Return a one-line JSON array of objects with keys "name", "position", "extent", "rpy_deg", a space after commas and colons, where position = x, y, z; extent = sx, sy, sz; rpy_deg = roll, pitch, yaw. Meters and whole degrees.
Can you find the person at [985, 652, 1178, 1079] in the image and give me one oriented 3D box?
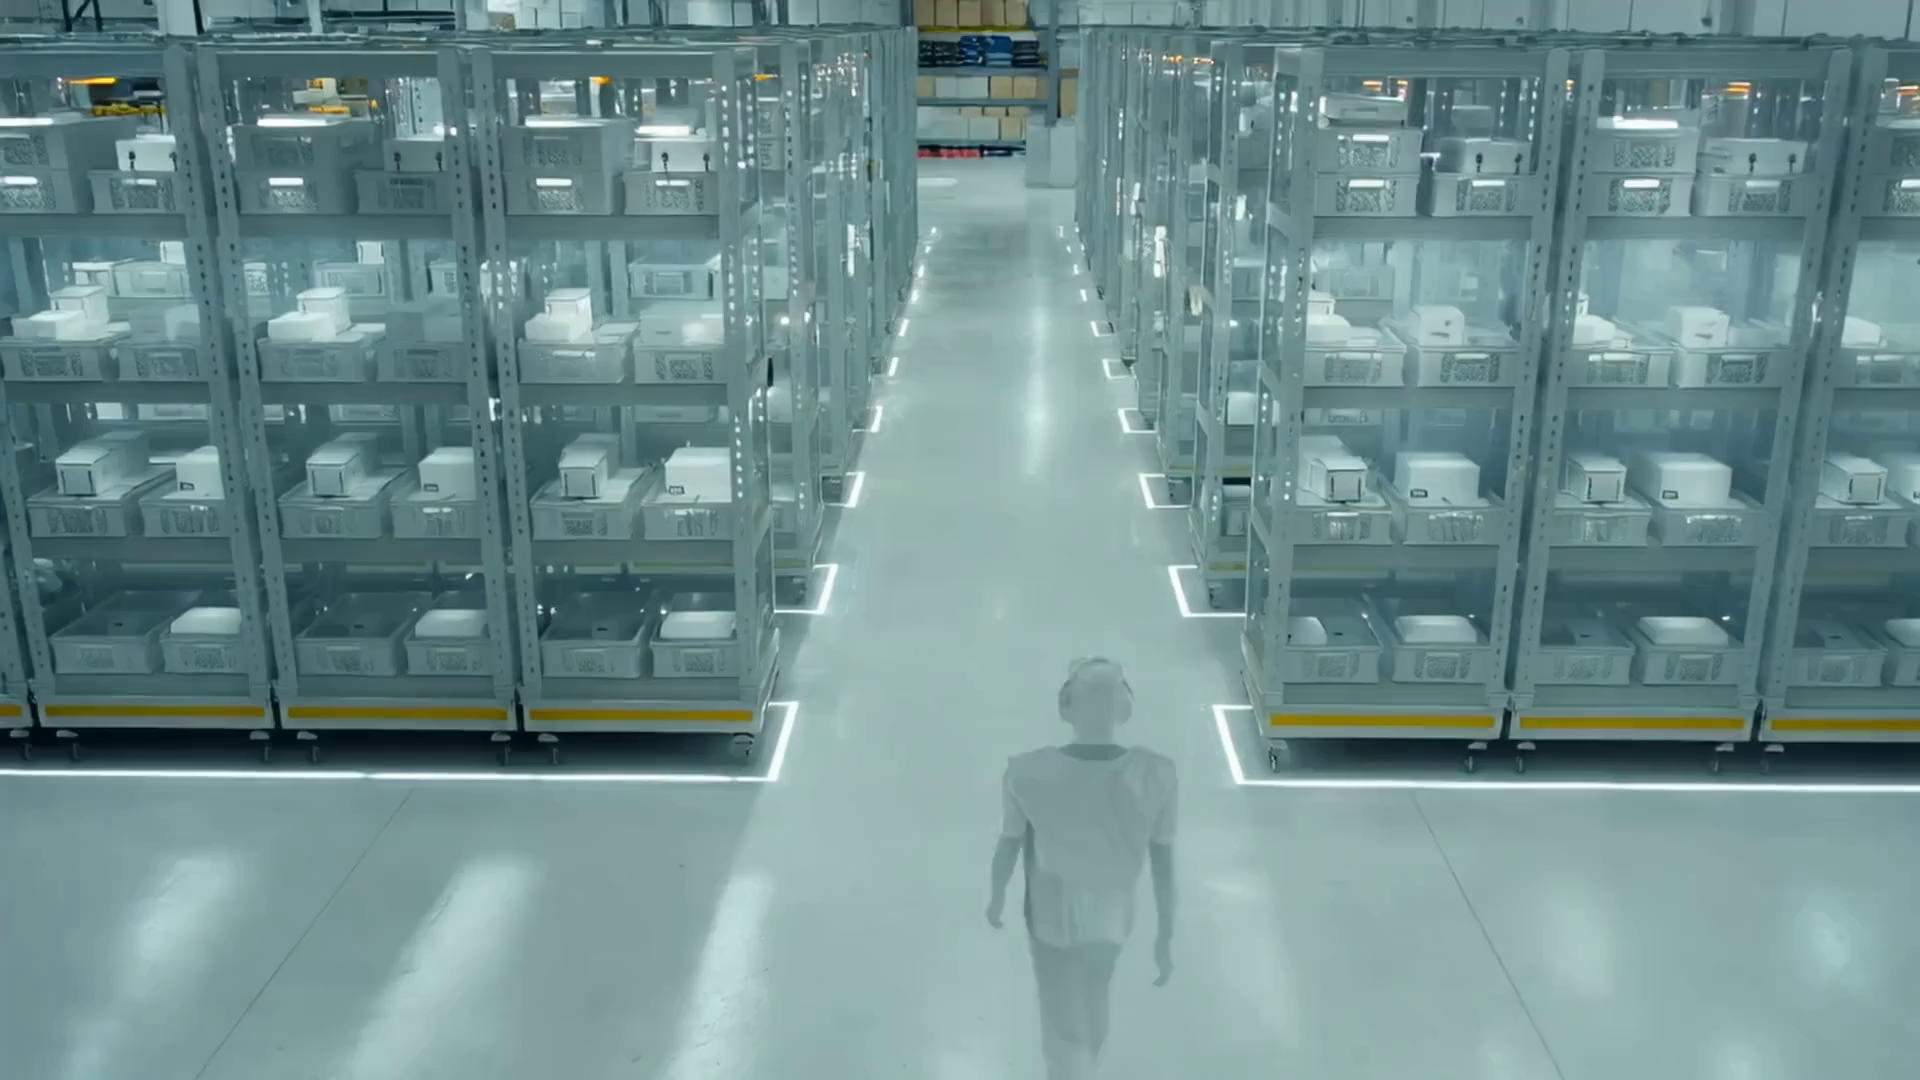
[{"name": "person", "position": [0.410, 1.248, 5.460], "extent": [0.577, 1.789, 1.008], "rpy_deg": [-3, 18, -11]}]
